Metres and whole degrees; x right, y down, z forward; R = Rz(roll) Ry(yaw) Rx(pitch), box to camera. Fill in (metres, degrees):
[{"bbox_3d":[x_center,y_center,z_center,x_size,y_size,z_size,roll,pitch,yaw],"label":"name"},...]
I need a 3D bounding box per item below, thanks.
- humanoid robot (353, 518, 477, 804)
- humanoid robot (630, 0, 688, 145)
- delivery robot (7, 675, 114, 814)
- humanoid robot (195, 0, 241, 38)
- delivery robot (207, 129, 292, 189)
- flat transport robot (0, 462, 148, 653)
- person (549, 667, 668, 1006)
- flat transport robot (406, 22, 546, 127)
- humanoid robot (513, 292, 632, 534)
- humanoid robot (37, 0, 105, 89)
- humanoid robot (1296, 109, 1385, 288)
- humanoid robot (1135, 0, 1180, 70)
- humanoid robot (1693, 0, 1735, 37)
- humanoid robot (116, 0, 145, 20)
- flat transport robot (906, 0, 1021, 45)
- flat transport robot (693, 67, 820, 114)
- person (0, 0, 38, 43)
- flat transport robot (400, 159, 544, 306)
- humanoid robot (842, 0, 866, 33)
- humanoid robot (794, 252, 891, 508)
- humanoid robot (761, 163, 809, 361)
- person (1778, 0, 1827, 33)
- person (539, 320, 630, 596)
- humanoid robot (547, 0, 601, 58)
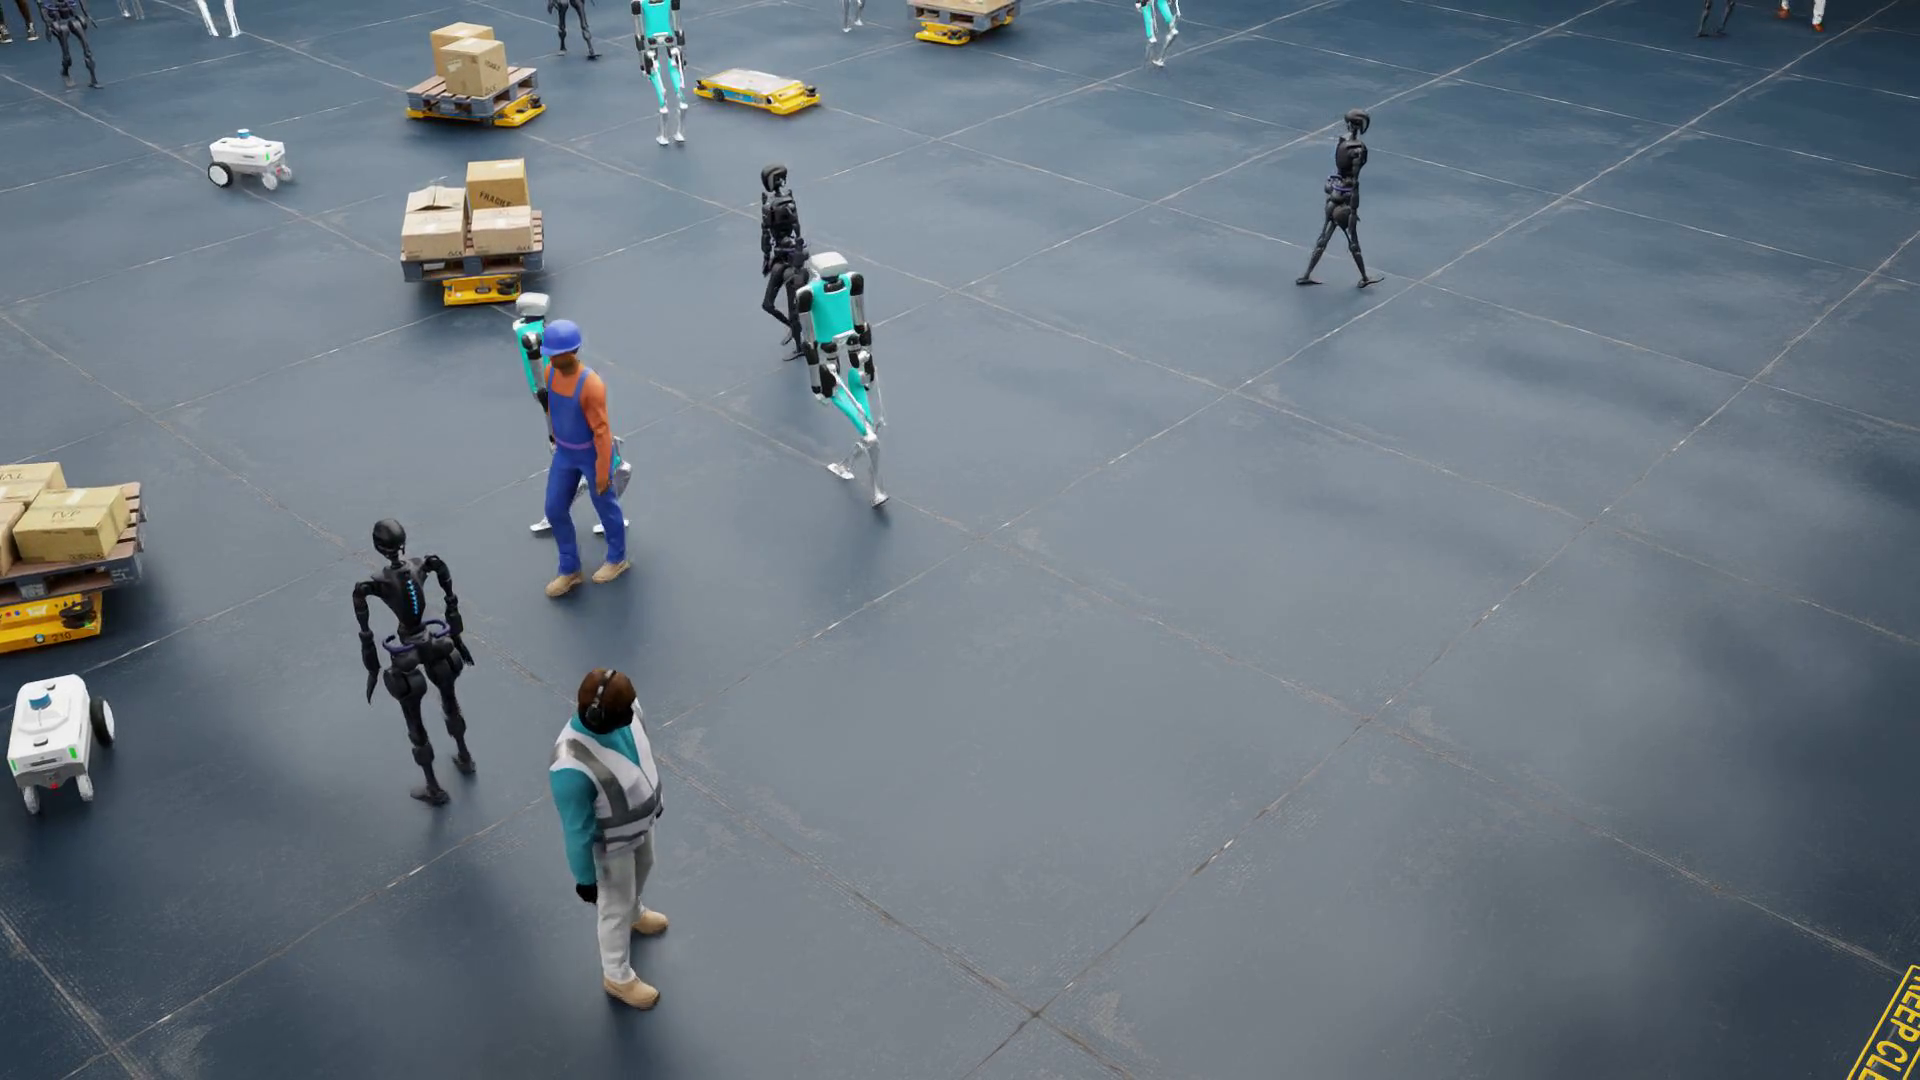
[{"bbox_3d":[-2.862,0.629,8.805,0.589,1.656,0.366,-26,40,-35],"label":"humanoid robot"},{"bbox_3d":[-3.182,-5.112,17.932,0.545,1.740,0.688,-10,33,-15],"label":"humanoid robot"},{"bbox_3d":[-4.988,1.070,9.145,0.499,0.578,0.764,-11,34,-18],"label":"delivery robot"},{"bbox_3d":[-9.932,-7.505,21.859,0.563,1.762,0.729,-7,33,-11],"label":"humanoid robot"},{"bbox_3d":[-7.394,-3.952,17.265,0.817,0.614,0.499,7,33,11],"label":"delivery robot"},{"bbox_3d":[-5.910,0.234,10.777,0.659,0.231,1.431,-11,33,-17],"label":"flat transport robot"},{"bbox_3d":[-1.590,1.307,7.580,0.492,1.824,0.724,8,33,13],"label":"person"},{"bbox_3d":[-5.602,-5.012,19.225,1.431,0.231,0.659,9,33,14],"label":"flat transport robot"},{"bbox_3d":[-2.516,-0.816,11.102,0.890,1.781,0.583,-7,33,-11],"label":"humanoid robot"},{"bbox_3d":[-10.676,-6.225,19.855,0.518,1.649,0.609,23,38,32],"label":"humanoid robot"},{"bbox_3d":[3.443,-3.018,14.710,0.757,1.630,0.602,-2,32,-3],"label":"humanoid robot"},{"bbox_3d":[2.470,-6.598,20.435,0.543,1.838,0.748,-13,34,-20],"label":"humanoid robot"},{"bbox_3d":[10.016,-7.441,21.804,0.458,1.651,0.587,-14,34,-21],"label":"humanoid robot"},{"bbox_3d":[-11.442,-7.876,22.521,0.544,1.883,0.654,-12,34,-18],"label":"humanoid robot"},{"bbox_3d":[0.066,-6.917,22.293,0.659,0.231,1.431,18,36,26],"label":"flat transport robot"},{"bbox_3d":[-2.423,-5.337,19.747,1.431,0.231,0.659,20,37,29],"label":"flat transport robot"},{"bbox_3d":[-12.512,-7.475,21.594,0.631,1.954,0.416,-13,34,-21],"label":"person"},{"bbox_3d":[-4.399,-2.511,15.197,0.659,0.231,1.431,-6,32,-10],"label":"flat transport robot"},{"bbox_3d":[-1.450,-7.664,22.135,0.530,1.793,0.818,-16,35,-23],"label":"humanoid robot"},{"bbox_3d":[-0.666,-1.032,11.476,0.542,1.772,1.012,-22,38,-31],"label":"humanoid robot"},{"bbox_3d":[-1.390,-2.248,13.443,0.365,1.646,0.609,-22,38,-31],"label":"humanoid robot"},{"bbox_3d":[11.518,-7.805,22.275,0.557,1.801,0.805,5,32,8],"label":"person"},{"bbox_3d":[-2.426,-0.488,10.407,0.560,1.881,0.751,18,36,26],"label":"person"},{"bbox_3d":[-4.923,-6.890,20.961,0.609,1.607,0.740,-19,36,-27],"label":"humanoid robot"}]
